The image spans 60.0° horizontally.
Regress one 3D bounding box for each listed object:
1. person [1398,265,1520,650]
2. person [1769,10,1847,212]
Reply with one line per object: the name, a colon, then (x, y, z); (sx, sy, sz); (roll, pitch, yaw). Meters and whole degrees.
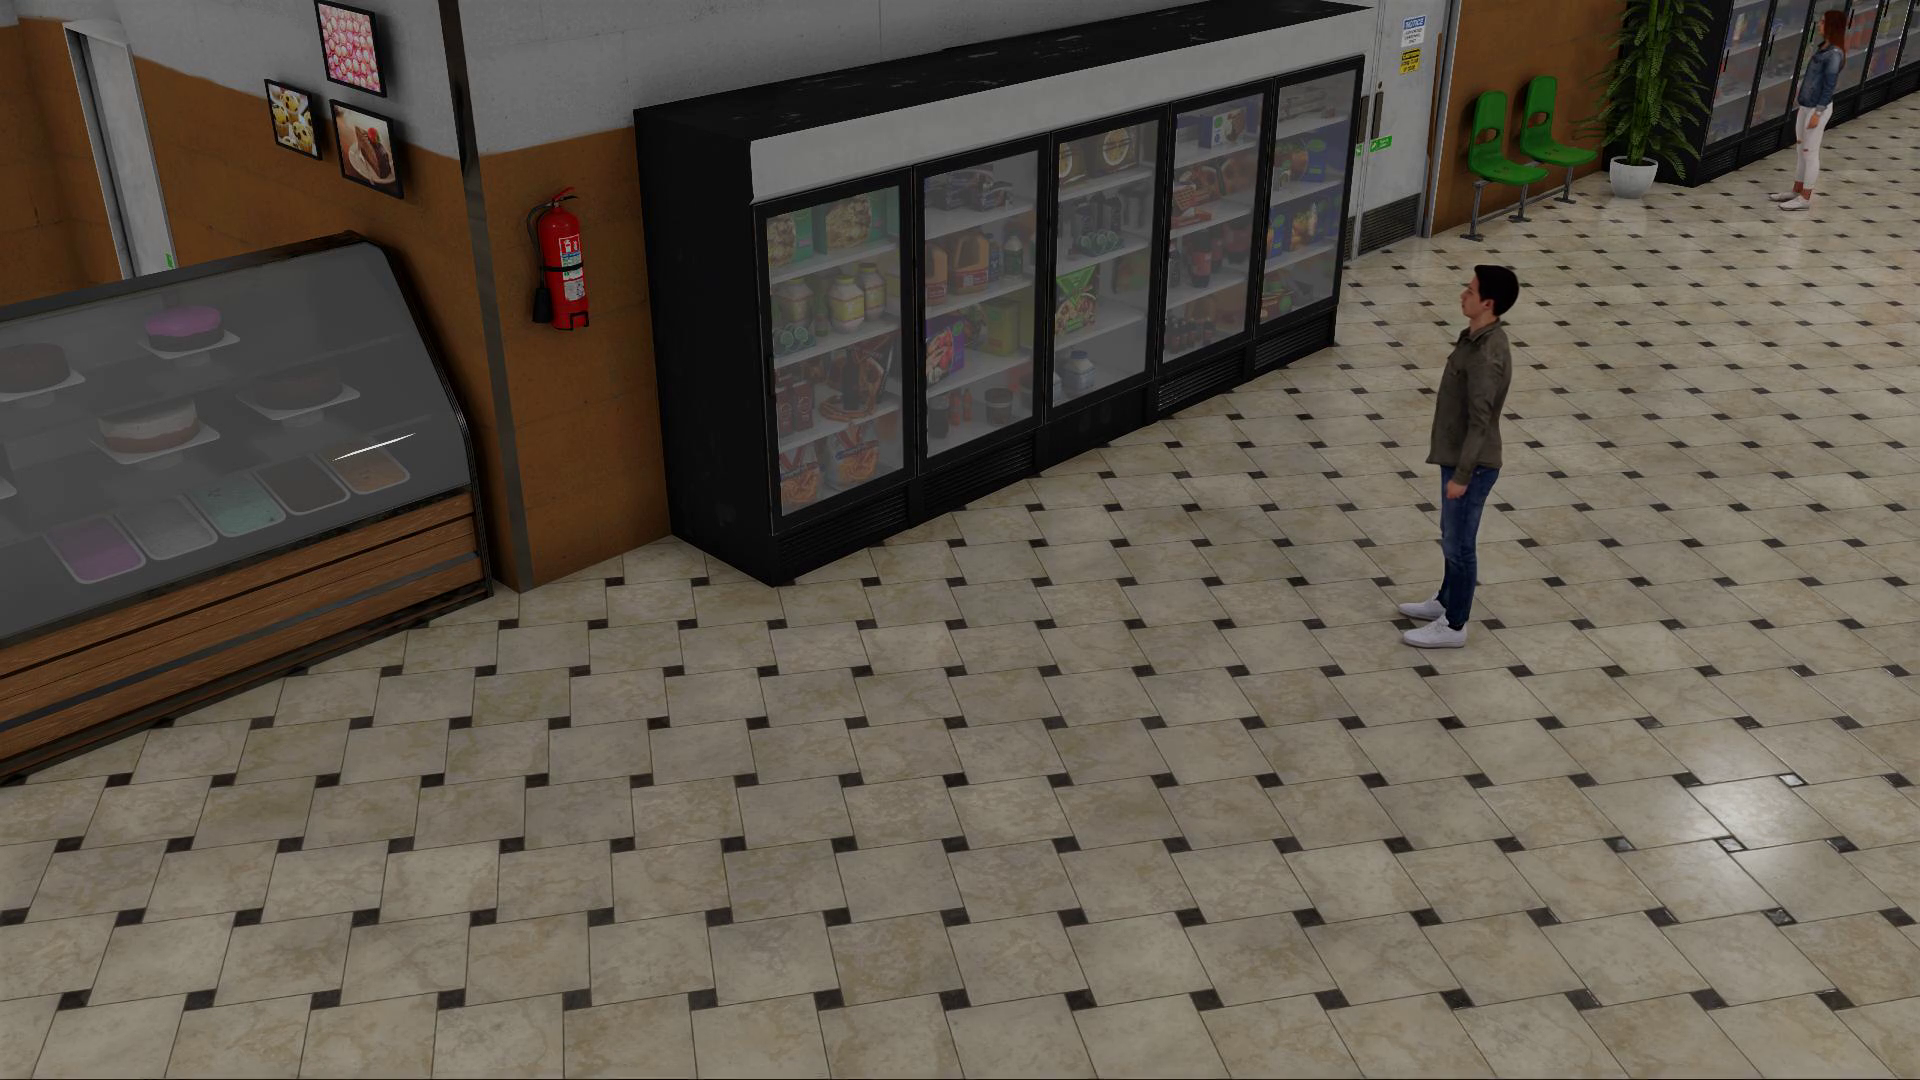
person: (2.359, -0.369, 7.695); (0.796, 1.864, 0.795); (6, 28, 12)
person: (7.493, -3.756, 14.554); (0.714, 1.702, 0.693); (4, 27, 8)
